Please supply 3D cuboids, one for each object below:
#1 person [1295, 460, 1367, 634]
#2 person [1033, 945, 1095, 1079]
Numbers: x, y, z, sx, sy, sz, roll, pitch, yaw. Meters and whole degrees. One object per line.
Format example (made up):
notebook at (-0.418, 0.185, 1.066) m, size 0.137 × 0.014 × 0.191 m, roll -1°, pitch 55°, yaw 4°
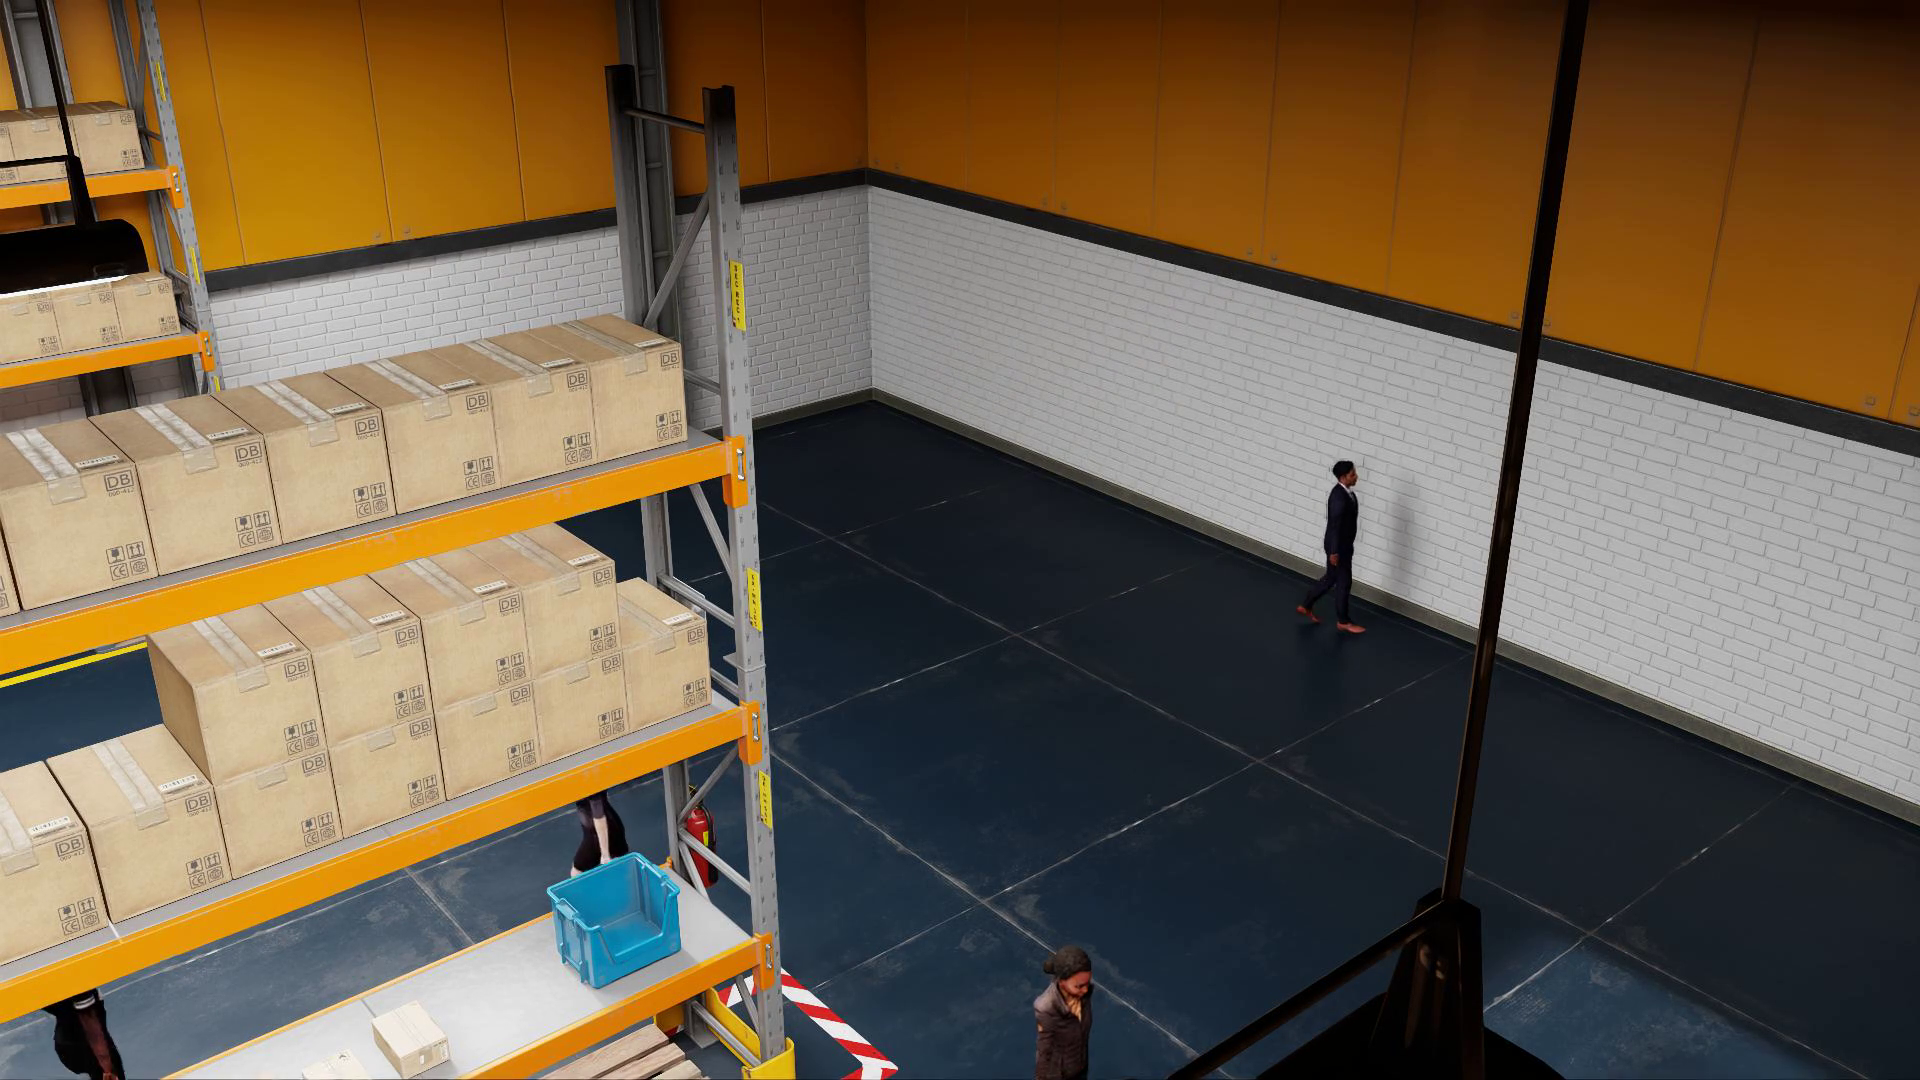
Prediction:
person at (3.509, 0.035, 15.600) m, size 0.974 × 1.724 × 0.978 m, roll 7°, pitch 24°, yaw 15°
person at (0.632, 2.947, 9.032) m, size 0.804 × 1.650 × 0.707 m, roll -6°, pitch 24°, yaw -12°
